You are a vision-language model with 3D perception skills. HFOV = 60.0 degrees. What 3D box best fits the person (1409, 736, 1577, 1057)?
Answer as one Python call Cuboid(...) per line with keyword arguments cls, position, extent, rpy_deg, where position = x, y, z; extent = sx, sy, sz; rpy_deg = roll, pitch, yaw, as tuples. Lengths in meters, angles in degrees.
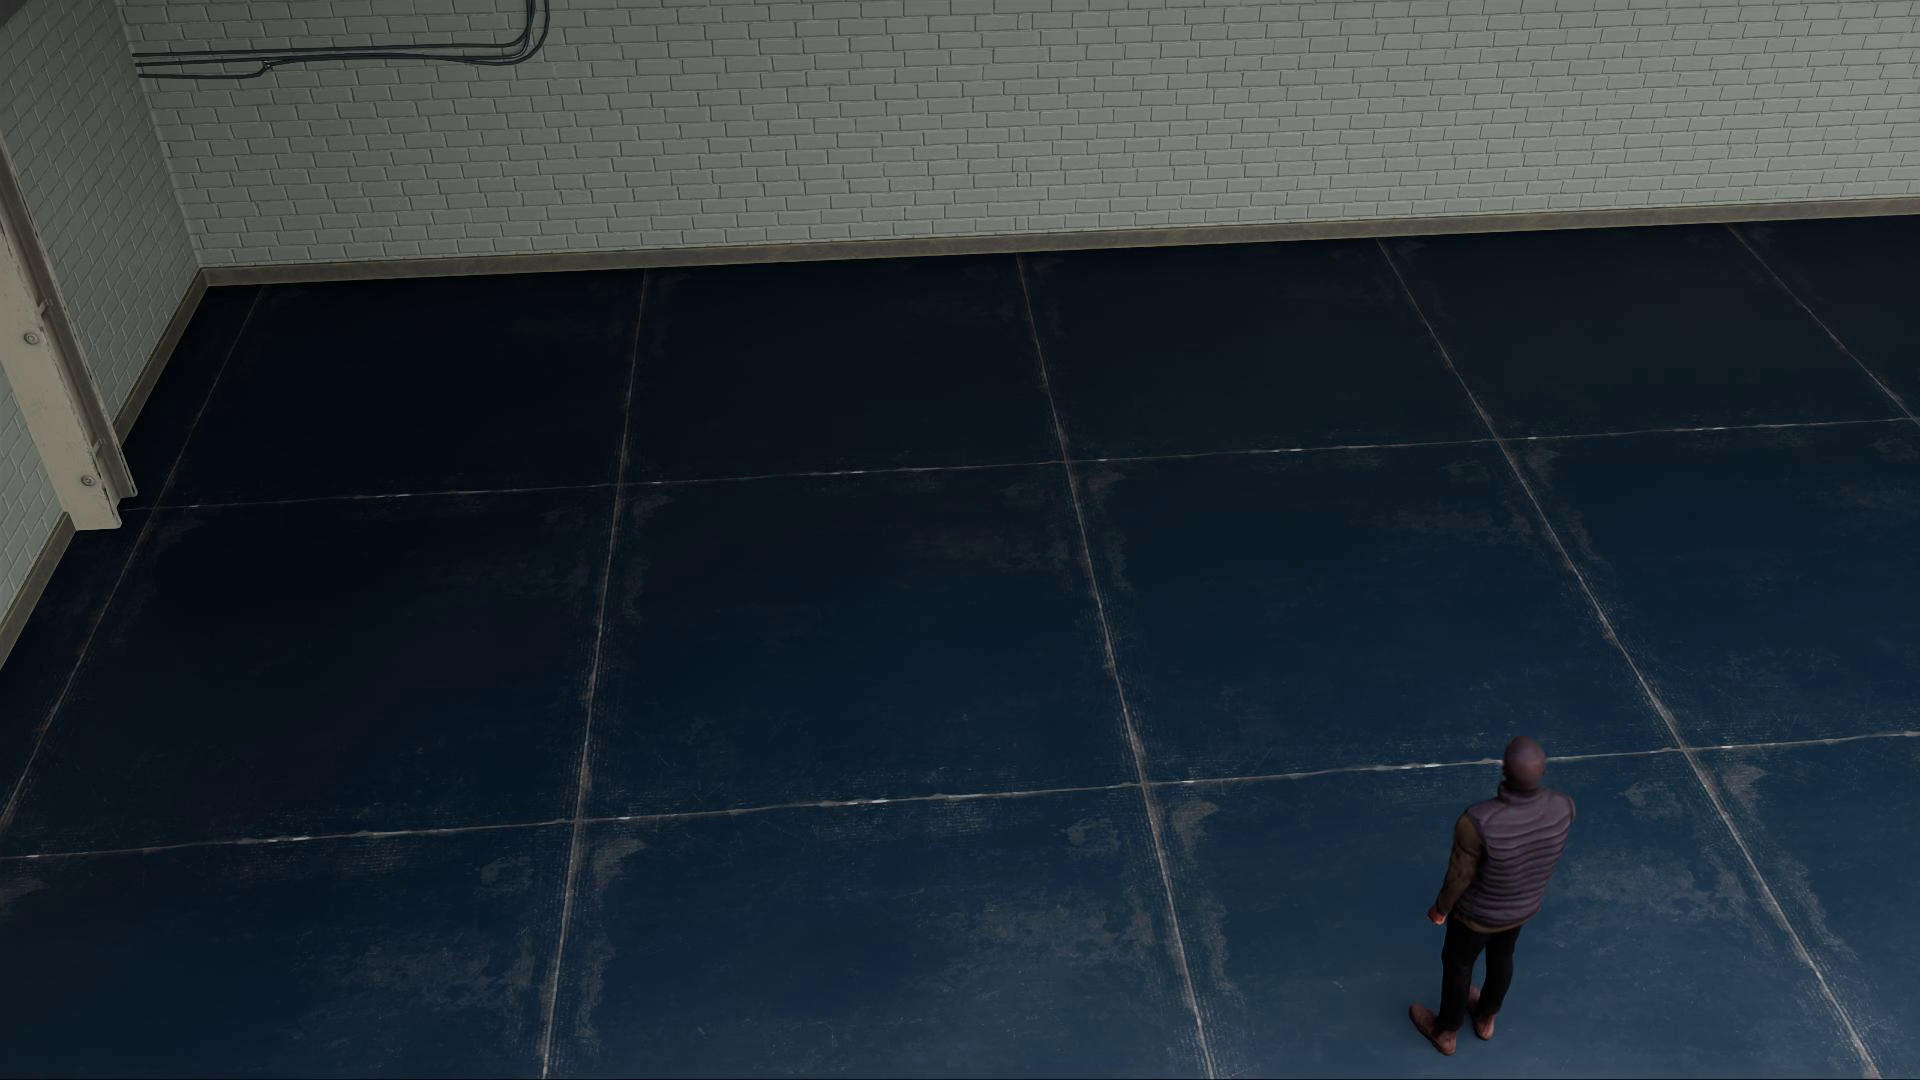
Cuboid(cls="person", position=(2.282, 1.540, 7.123), extent=(0.741, 1.837, 0.652), rpy_deg=(-10, 39, -13))
